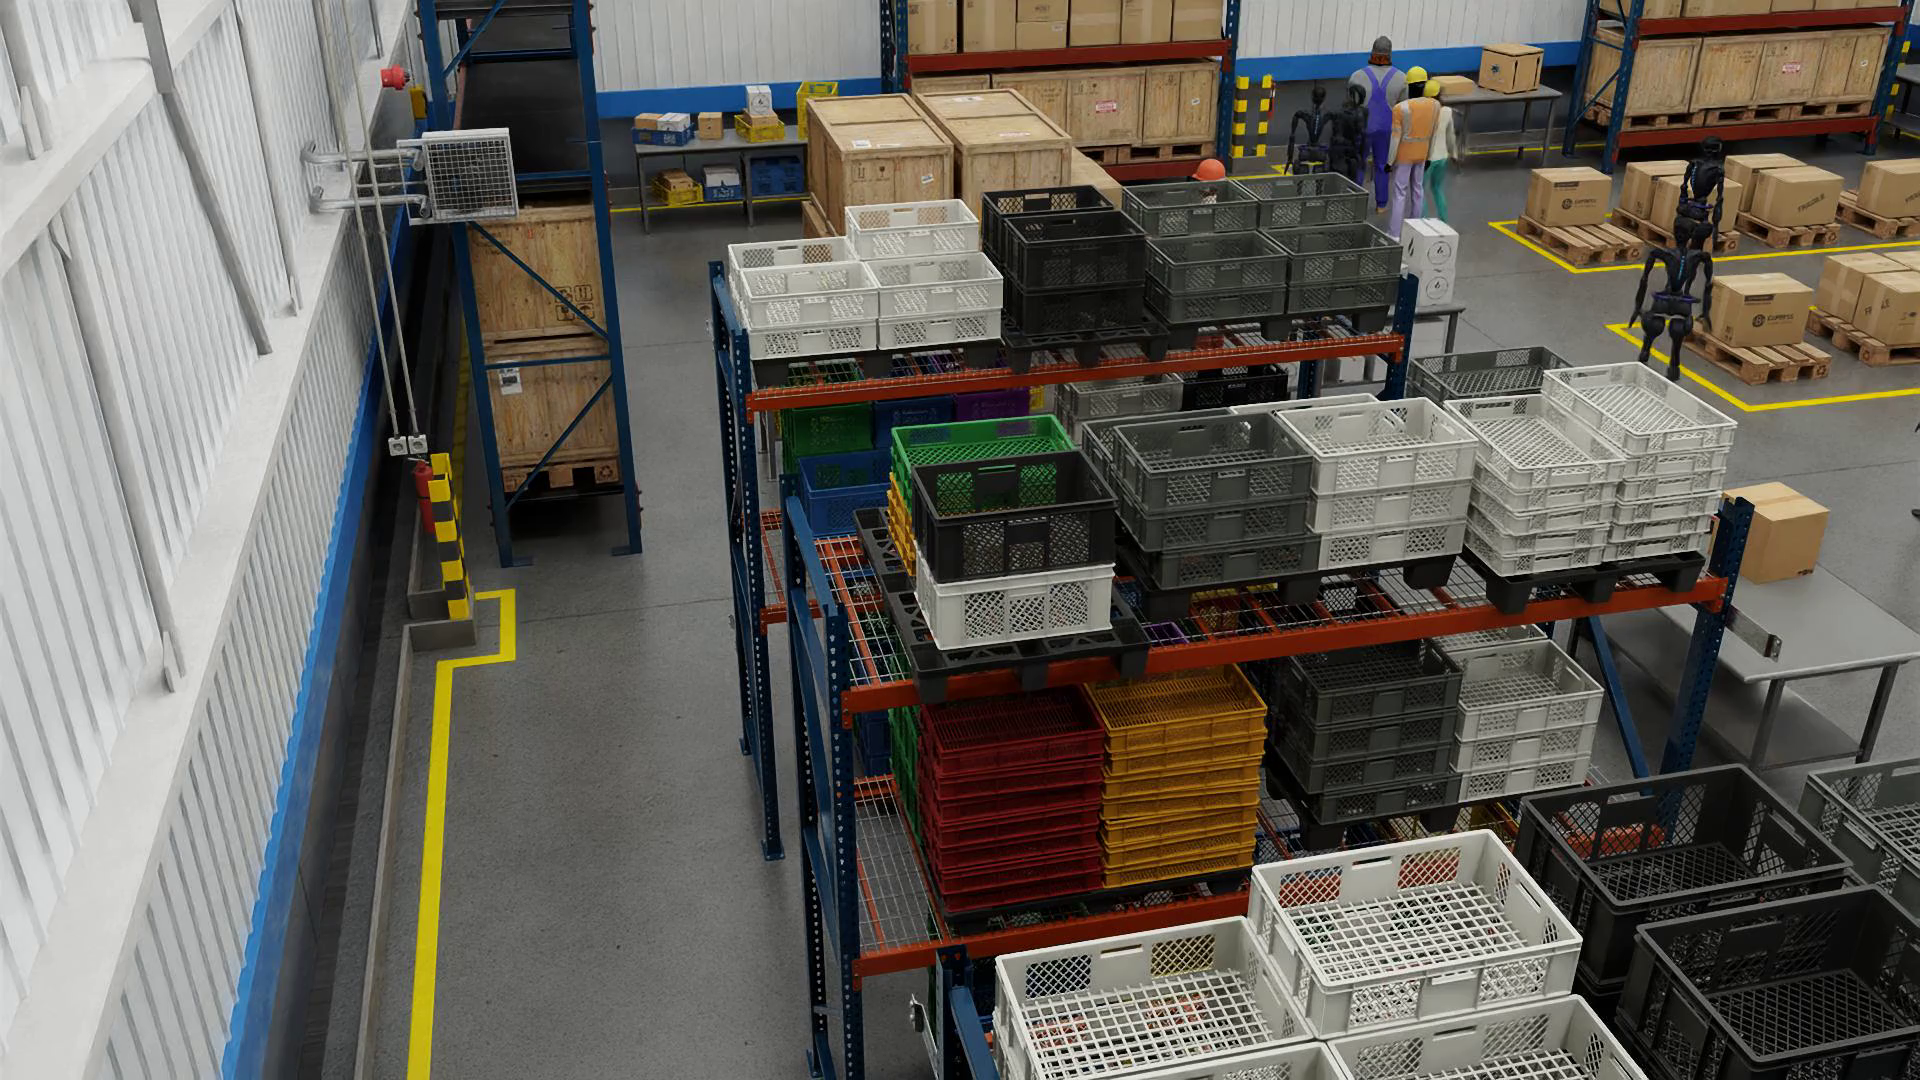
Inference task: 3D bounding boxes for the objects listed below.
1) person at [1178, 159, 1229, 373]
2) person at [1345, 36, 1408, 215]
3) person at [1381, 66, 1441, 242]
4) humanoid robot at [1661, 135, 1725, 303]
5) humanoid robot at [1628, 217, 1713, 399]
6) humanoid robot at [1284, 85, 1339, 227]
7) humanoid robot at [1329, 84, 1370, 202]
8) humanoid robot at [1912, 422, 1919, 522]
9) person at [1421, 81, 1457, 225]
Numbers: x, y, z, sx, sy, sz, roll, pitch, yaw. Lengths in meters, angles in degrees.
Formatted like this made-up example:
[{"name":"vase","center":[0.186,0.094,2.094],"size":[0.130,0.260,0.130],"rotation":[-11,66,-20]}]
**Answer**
[{"name":"person","center":[2.179,-2.377,14.705],"size":[0.379,1.995,0.608],"rotation":[20,33,32]},{"name":"person","center":[4.770,-4.794,19.244],"size":[0.682,2.000,0.536],"rotation":[3,28,5]},{"name":"person","center":[4.941,-4.224,18.291],"size":[0.584,1.920,0.370],"rotation":[-10,29,-17]},{"name":"humanoid robot","center":[7.365,-3.217,16.625],"size":[0.323,1.657,0.596],"rotation":[-10,29,-18]},{"name":"humanoid robot","center":[6.111,-1.945,14.213],"size":[0.704,1.645,0.381],"rotation":[7,29,13]},{"name":"humanoid robot","center":[3.923,-4.229,18.555],"size":[0.573,1.653,0.324],"rotation":[3,28,6]},{"name":"humanoid robot","center":[4.318,-4.339,18.780],"size":[0.603,1.642,0.496],"rotation":[-19,33,-32]},{"name":"humanoid robot","center":[7.404,-0.897,12.222],"size":[0.612,1.657,0.318],"rotation":[8,29,15]},{"name":"person","center":[5.248,-4.260,18.579],"size":[0.614,1.729,0.356],"rotation":[-18,33,-31]}]
